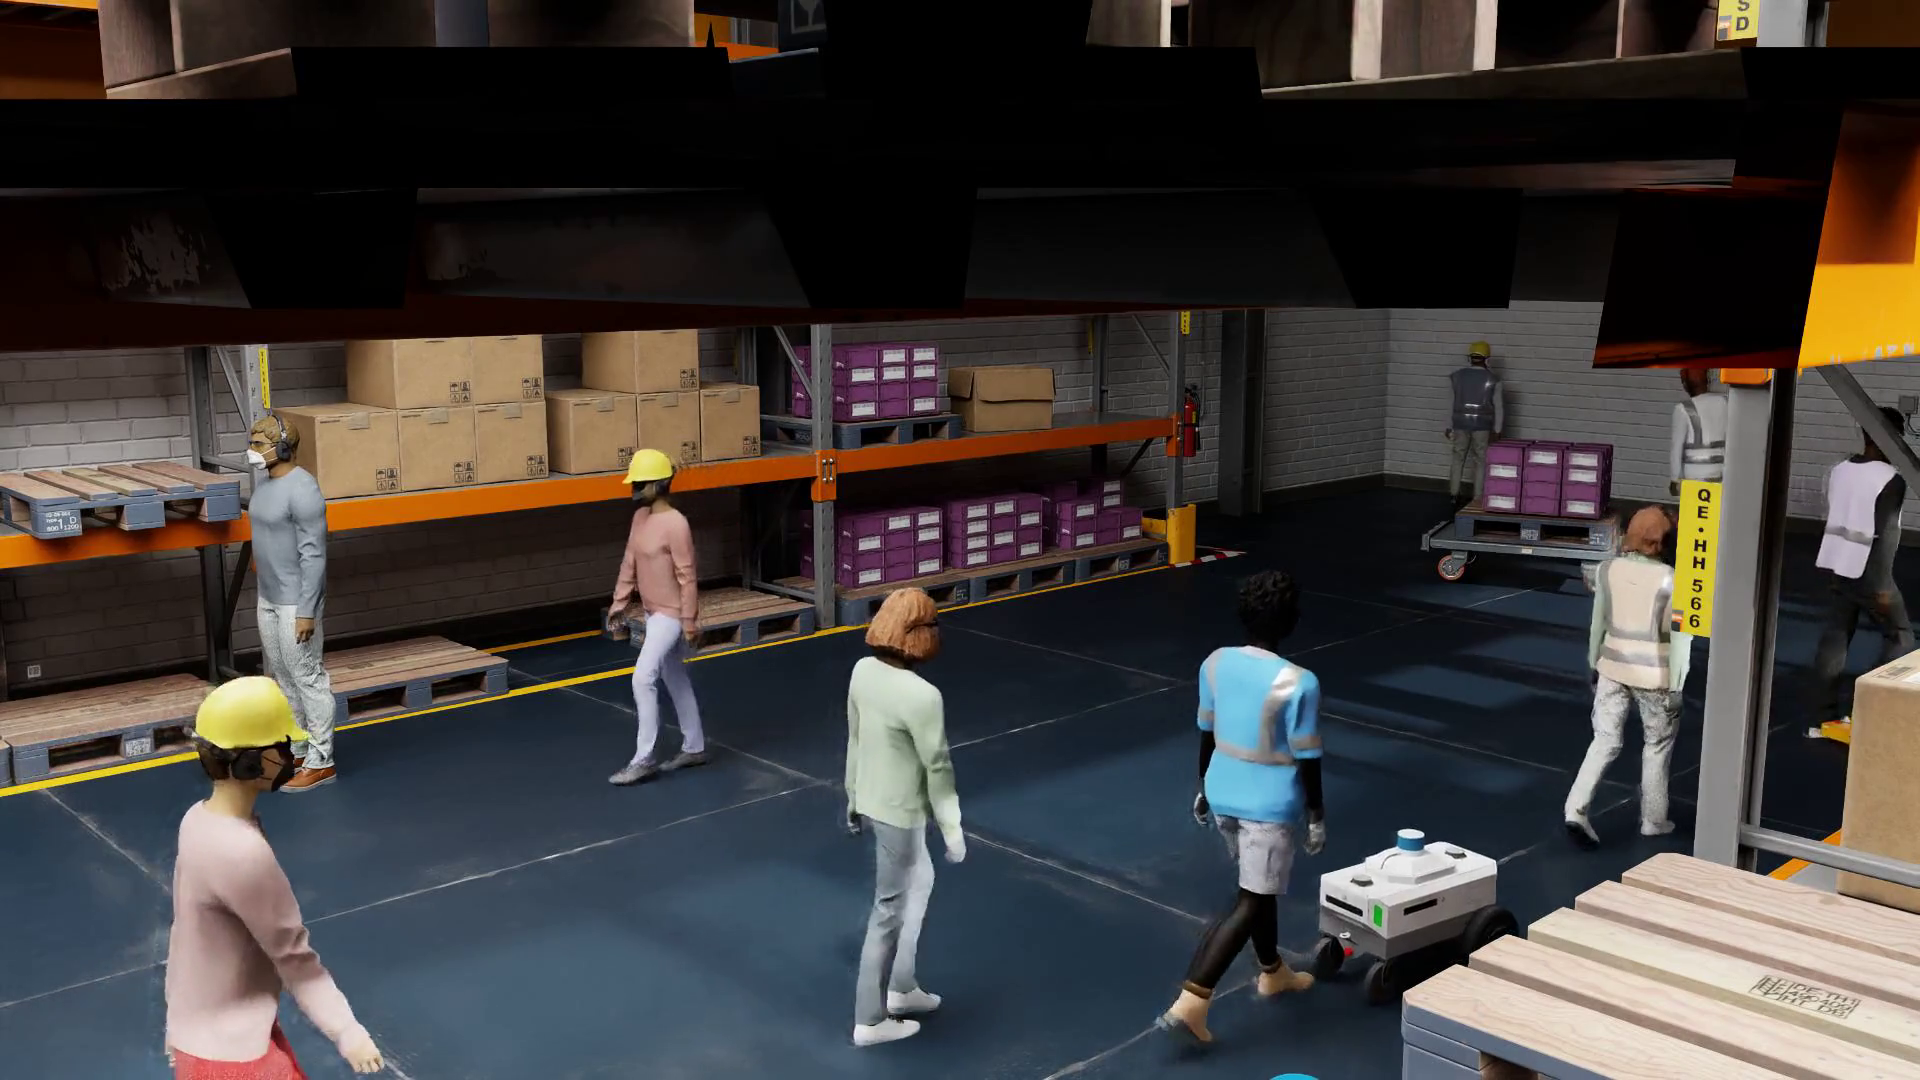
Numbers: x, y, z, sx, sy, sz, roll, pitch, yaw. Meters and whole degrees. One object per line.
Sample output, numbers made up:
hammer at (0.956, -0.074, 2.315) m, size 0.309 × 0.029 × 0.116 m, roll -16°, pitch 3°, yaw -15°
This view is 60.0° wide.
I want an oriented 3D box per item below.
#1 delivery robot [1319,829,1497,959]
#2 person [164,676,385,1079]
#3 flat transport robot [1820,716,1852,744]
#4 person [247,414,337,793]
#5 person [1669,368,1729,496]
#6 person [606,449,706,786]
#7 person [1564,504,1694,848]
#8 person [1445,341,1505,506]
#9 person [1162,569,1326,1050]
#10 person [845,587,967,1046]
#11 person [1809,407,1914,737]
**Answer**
delivery robot at (1.705, 1.346, 6.331) m, size 0.707 × 0.478 × 0.477 m, roll -6°, pitch 12°, yaw -33°
person at (-1.707, 1.192, 4.108) m, size 0.918 × 1.720 × 0.536 m, roll -6°, pitch 11°, yaw -31°
flat transport robot at (5.638, 1.022, 9.330) m, size 1.431 × 0.197 × 0.652 m, roll -4°, pitch 10°, yaw -21°
person at (-3.457, 0.321, 8.562) m, size 0.372 × 1.940 × 0.631 m, roll -10°, pitch 14°, yaw -44°
person at (6.252, -0.555, 13.911) m, size 0.660 × 1.856 × 0.487 m, roll -2°, pitch 10°, yaw -11°
person at (-1.643, 0.399, 8.674) m, size 0.715 × 1.741 × 0.530 m, roll -6°, pitch 11°, yaw -30°
person at (3.083, 0.640, 7.661) m, size 0.737 × 1.607 × 0.525 m, roll -8°, pitch 12°, yaw -38°
person at (5.594, -1.251, 18.089) m, size 0.623 × 1.823 × 0.404 m, roll 5°, pitch 11°, yaw 28°
person at (0.999, 0.928, 5.827) m, size 0.826 × 1.667 × 0.540 m, roll -7°, pitch 12°, yaw -34°
person at (-0.158, 0.955, 5.787) m, size 0.554 × 1.609 × 0.515 m, roll -6°, pitch 11°, yaw -32°
person at (5.185, 0.198, 9.392) m, size 0.723 × 1.892 × 0.637 m, roll -1°, pitch 10°, yaw -6°
